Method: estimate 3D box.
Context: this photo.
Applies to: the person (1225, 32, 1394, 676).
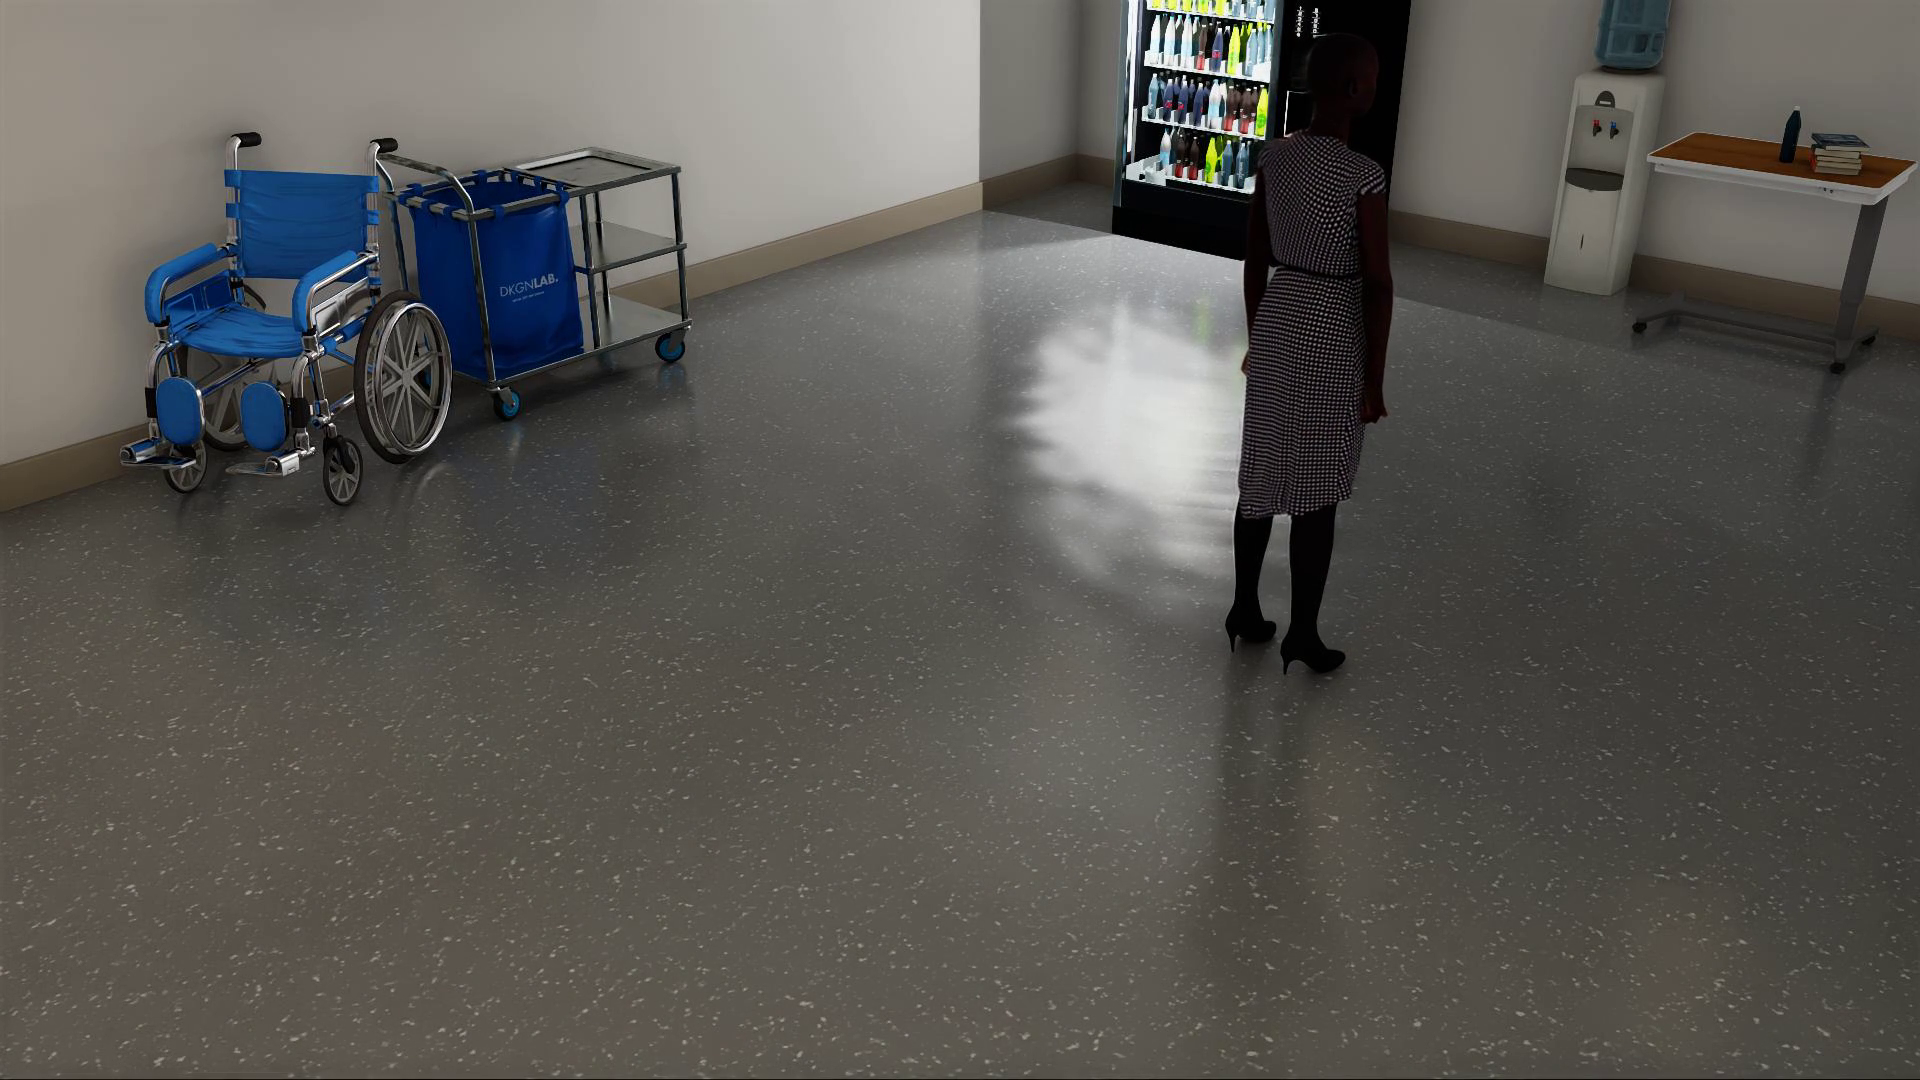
[{"bbox_3d":[0.951,-0.474,4.583,0.728,1.787,0.532,-20,32,-35],"label":"person"}]
